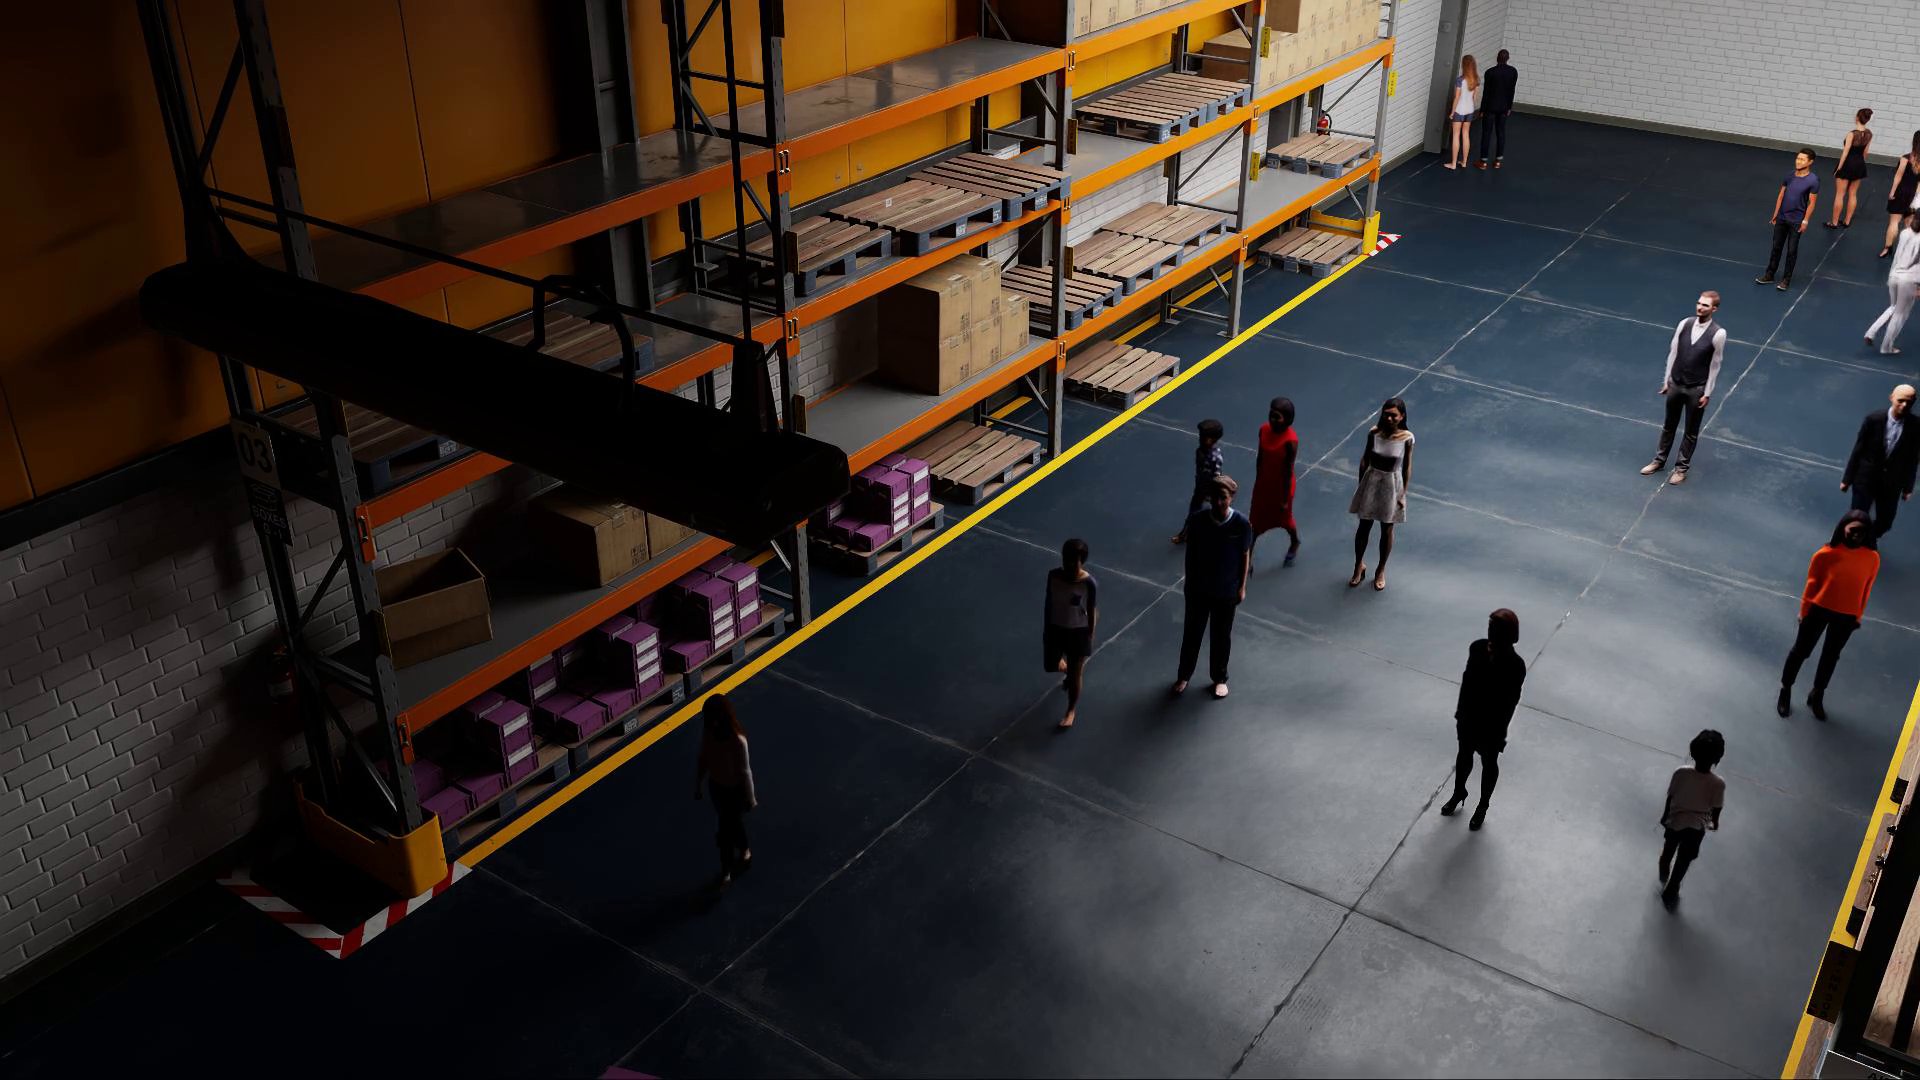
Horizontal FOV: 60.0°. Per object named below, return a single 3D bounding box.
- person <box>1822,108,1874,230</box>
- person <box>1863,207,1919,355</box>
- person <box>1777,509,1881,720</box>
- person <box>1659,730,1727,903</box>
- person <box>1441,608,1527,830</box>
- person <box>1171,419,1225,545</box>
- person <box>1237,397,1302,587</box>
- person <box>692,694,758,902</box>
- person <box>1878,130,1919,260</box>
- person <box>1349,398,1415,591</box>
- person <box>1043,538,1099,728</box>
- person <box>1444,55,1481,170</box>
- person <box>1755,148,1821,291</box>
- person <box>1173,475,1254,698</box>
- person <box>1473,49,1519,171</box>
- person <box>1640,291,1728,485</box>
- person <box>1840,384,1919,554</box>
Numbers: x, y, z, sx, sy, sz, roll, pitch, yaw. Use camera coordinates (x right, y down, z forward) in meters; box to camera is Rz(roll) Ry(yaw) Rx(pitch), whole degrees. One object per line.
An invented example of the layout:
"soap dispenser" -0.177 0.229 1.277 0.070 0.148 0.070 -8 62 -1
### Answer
"person" 12.388 -5.173 23.131 0.675 1.675 0.741 -6 29 -11
"person" 10.685 -2.924 18.920 0.852 1.760 0.788 -7 29 -13
"person" 6.573 0.551 12.561 0.698 1.749 0.688 5 29 10
"person" 4.710 1.818 10.766 0.497 1.242 0.691 17 33 29
"person" 3.601 1.207 11.403 0.582 1.706 0.635 -21 35 -34
"person" 2.305 -0.517 15.063 0.823 1.228 0.641 -21 35 -33
"person" 2.797 -0.442 14.436 1.139 1.696 0.698 -26 38 -38
"person" -1.475 1.605 10.920 0.567 1.469 0.713 19 34 31
"person" 12.510 -4.543 21.936 0.751 1.713 0.798 -3 29 -5
"person" 3.617 -0.398 14.275 0.709 1.774 0.710 11 30 19
"person" 0.849 0.645 12.595 0.619 1.551 0.759 14 31 23
"person" 7.786 -6.624 25.734 0.641 1.730 0.749 -13 31 -22
"person" 10.501 -4.066 20.978 0.660 1.793 0.705 -18 33 -29
"person" 1.949 0.345 12.812 0.735 1.871 0.693 6 29 11
"person" 8.291 -6.663 25.714 0.784 1.818 0.834 -4 29 -7
"person" 7.082 -1.505 16.134 0.671 1.937 0.715 -21 35 -33
"person" 8.019 -0.540 14.522 0.804 1.787 0.985 13 31 22
